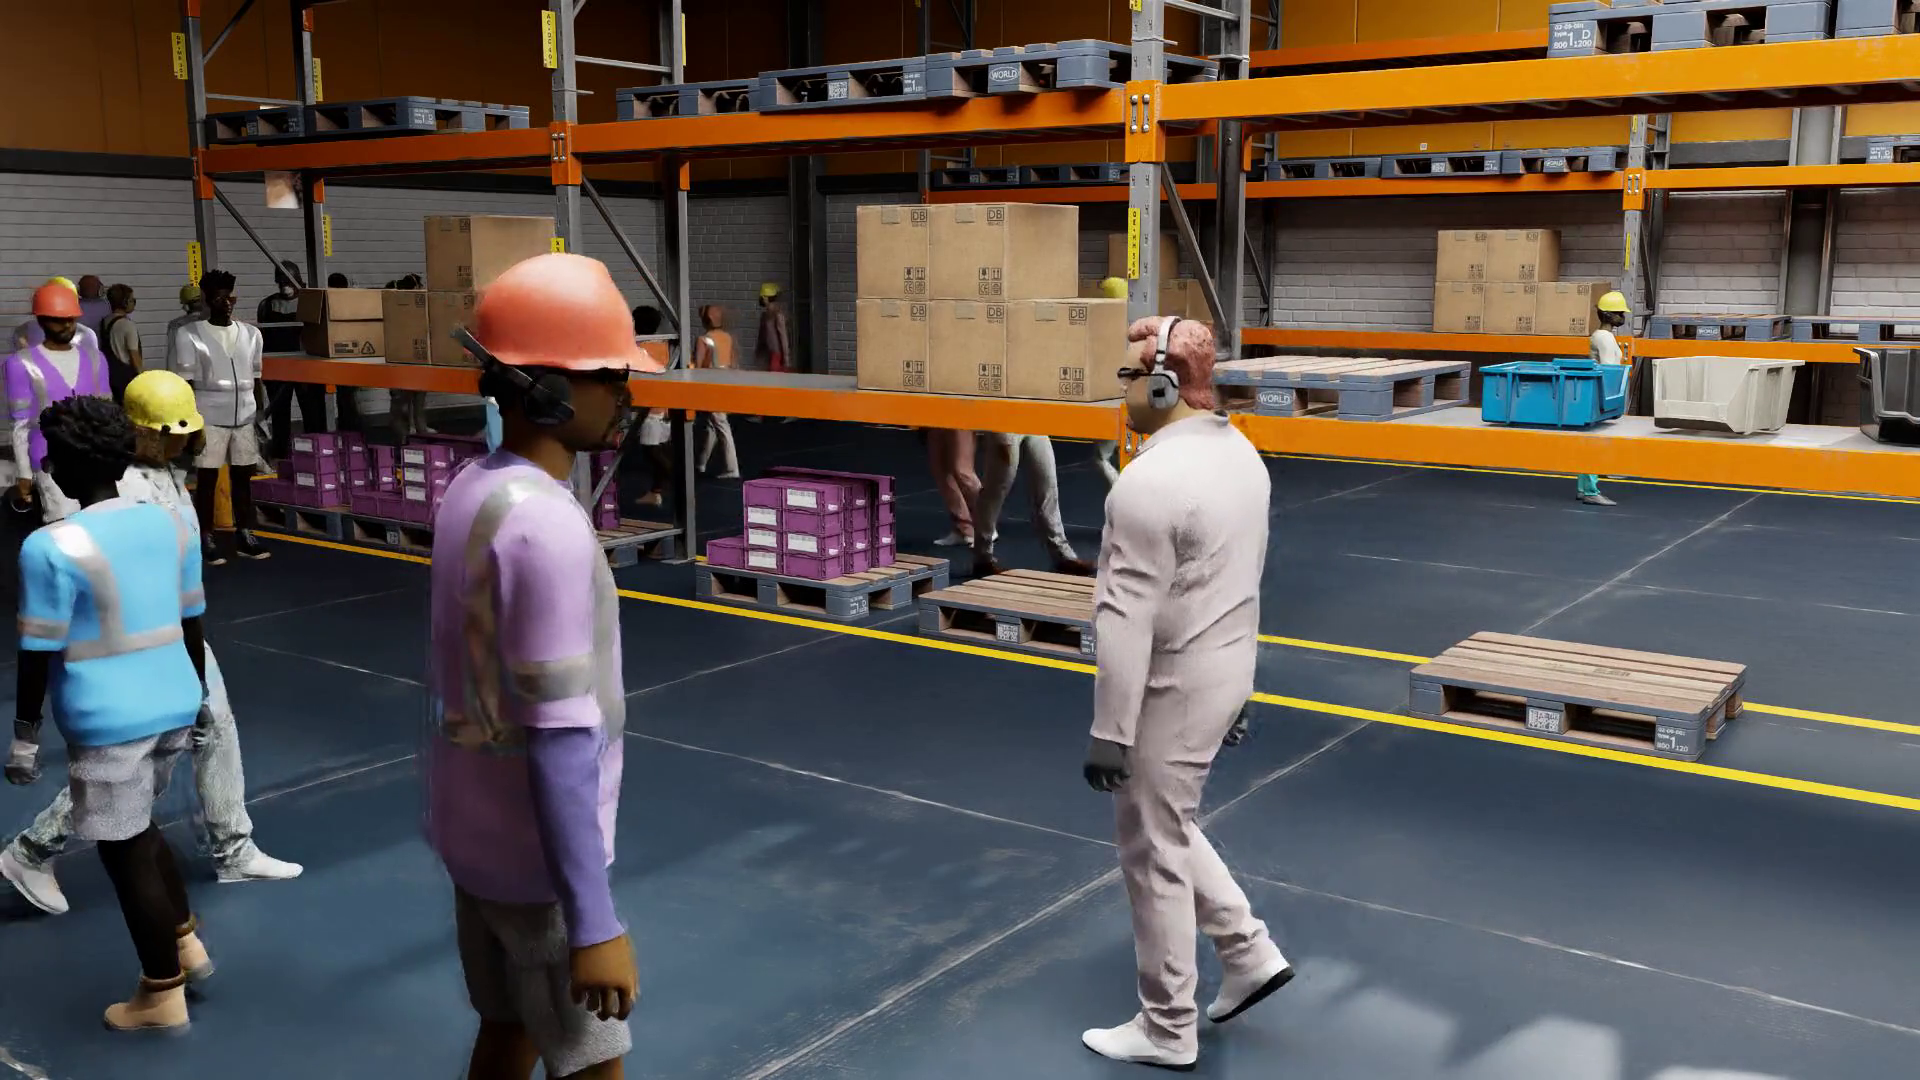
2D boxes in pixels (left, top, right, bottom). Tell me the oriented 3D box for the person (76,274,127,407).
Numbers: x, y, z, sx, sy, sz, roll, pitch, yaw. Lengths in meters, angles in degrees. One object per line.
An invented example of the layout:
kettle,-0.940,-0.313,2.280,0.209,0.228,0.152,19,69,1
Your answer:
person,-8.451,-1.642,16.282,0.661,1.895,0.409,-4,10,-24

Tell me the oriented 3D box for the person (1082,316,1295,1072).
person,0.526,0.394,4.154,0.443,1.893,0.651,5,11,26

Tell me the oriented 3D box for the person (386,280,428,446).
person,-5.127,-1.487,15.480,0.425,1.849,0.539,8,12,40

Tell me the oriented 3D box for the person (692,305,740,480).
person,-2.358,-1.366,15.446,0.794,1.602,0.535,5,11,27

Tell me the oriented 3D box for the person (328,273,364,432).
person,-6.387,-1.770,17.015,0.809,1.886,0.615,5,11,25

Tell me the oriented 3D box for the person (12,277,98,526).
person,-6.655,-0.988,12.322,0.599,1.899,0.578,0,10,0

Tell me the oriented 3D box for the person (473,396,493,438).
person,-4.152,-1.463,14.987,0.789,1.973,0.626,2,10,9

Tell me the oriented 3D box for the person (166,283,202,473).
person,-7.213,-1.527,15.820,0.602,1.807,0.473,-9,13,-44

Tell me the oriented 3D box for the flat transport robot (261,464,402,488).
flat transport robot,-5.332,-0.486,14.191,1.431,0.197,0.652,-7,12,-34

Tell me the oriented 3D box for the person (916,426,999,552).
person,-0.068,-0.857,11.727,0.402,1.849,0.742,-7,12,-34

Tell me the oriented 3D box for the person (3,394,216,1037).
person,-2.200,0.466,4.323,0.433,1.679,0.546,2,10,11

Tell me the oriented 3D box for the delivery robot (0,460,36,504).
delivery robot,-7.641,-0.482,13.047,0.707,0.478,0.477,-5,11,-28

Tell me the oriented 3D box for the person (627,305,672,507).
person,-2.408,-1.057,13.434,0.688,1.672,0.536,6,11,32

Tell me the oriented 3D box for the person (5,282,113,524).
person,-4.938,-0.453,9.132,0.784,1.916,0.544,7,12,35

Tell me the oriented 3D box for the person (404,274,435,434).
person,-6.364,-2.159,19.499,0.482,1.866,0.543,-8,12,-38

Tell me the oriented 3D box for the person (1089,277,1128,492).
person,1.188,-0.943,12.061,0.636,1.906,0.478,-7,12,-35

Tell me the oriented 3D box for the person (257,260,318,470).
person,-6.465,-1.688,16.090,0.673,2.000,0.535,-1,10,-6

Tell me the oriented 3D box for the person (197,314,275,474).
person,-6.084,-1.111,13.921,0.543,1.607,0.468,6,11,31

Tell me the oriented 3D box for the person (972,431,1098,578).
person,0.448,-0.656,10.356,0.933,1.896,0.666,7,12,34

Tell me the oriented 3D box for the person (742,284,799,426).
person,-2.342,-2.261,20.383,0.854,1.728,0.554,-5,11,-29

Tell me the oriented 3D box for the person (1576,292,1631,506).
person,5.363,-1.172,13.838,0.326,1.767,0.533,2,10,10

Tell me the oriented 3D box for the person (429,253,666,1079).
person,-0.708,0.533,2.921,0.451,2.031,0.648,-5,11,-26

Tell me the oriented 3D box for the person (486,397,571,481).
person,-2.293,-0.240,8.746,0.543,1.594,0.848,-9,13,-44

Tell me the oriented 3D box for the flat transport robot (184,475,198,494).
flat transport robot,-6.676,-0.389,13.617,1.431,0.197,0.652,-4,10,-23

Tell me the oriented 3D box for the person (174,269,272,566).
person,-4.924,-0.822,11.154,0.374,1.966,0.608,8,12,38

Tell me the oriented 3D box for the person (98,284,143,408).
person,-7.698,-1.433,15.281,0.526,1.845,0.715,7,12,34

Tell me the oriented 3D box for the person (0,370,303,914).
person,-2.574,0.317,5.163,0.777,1.700,0.483,-1,10,-8

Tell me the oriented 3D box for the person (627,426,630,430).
person,-4.174,-2.128,19.062,0.876,1.937,0.621,-6,11,-31
